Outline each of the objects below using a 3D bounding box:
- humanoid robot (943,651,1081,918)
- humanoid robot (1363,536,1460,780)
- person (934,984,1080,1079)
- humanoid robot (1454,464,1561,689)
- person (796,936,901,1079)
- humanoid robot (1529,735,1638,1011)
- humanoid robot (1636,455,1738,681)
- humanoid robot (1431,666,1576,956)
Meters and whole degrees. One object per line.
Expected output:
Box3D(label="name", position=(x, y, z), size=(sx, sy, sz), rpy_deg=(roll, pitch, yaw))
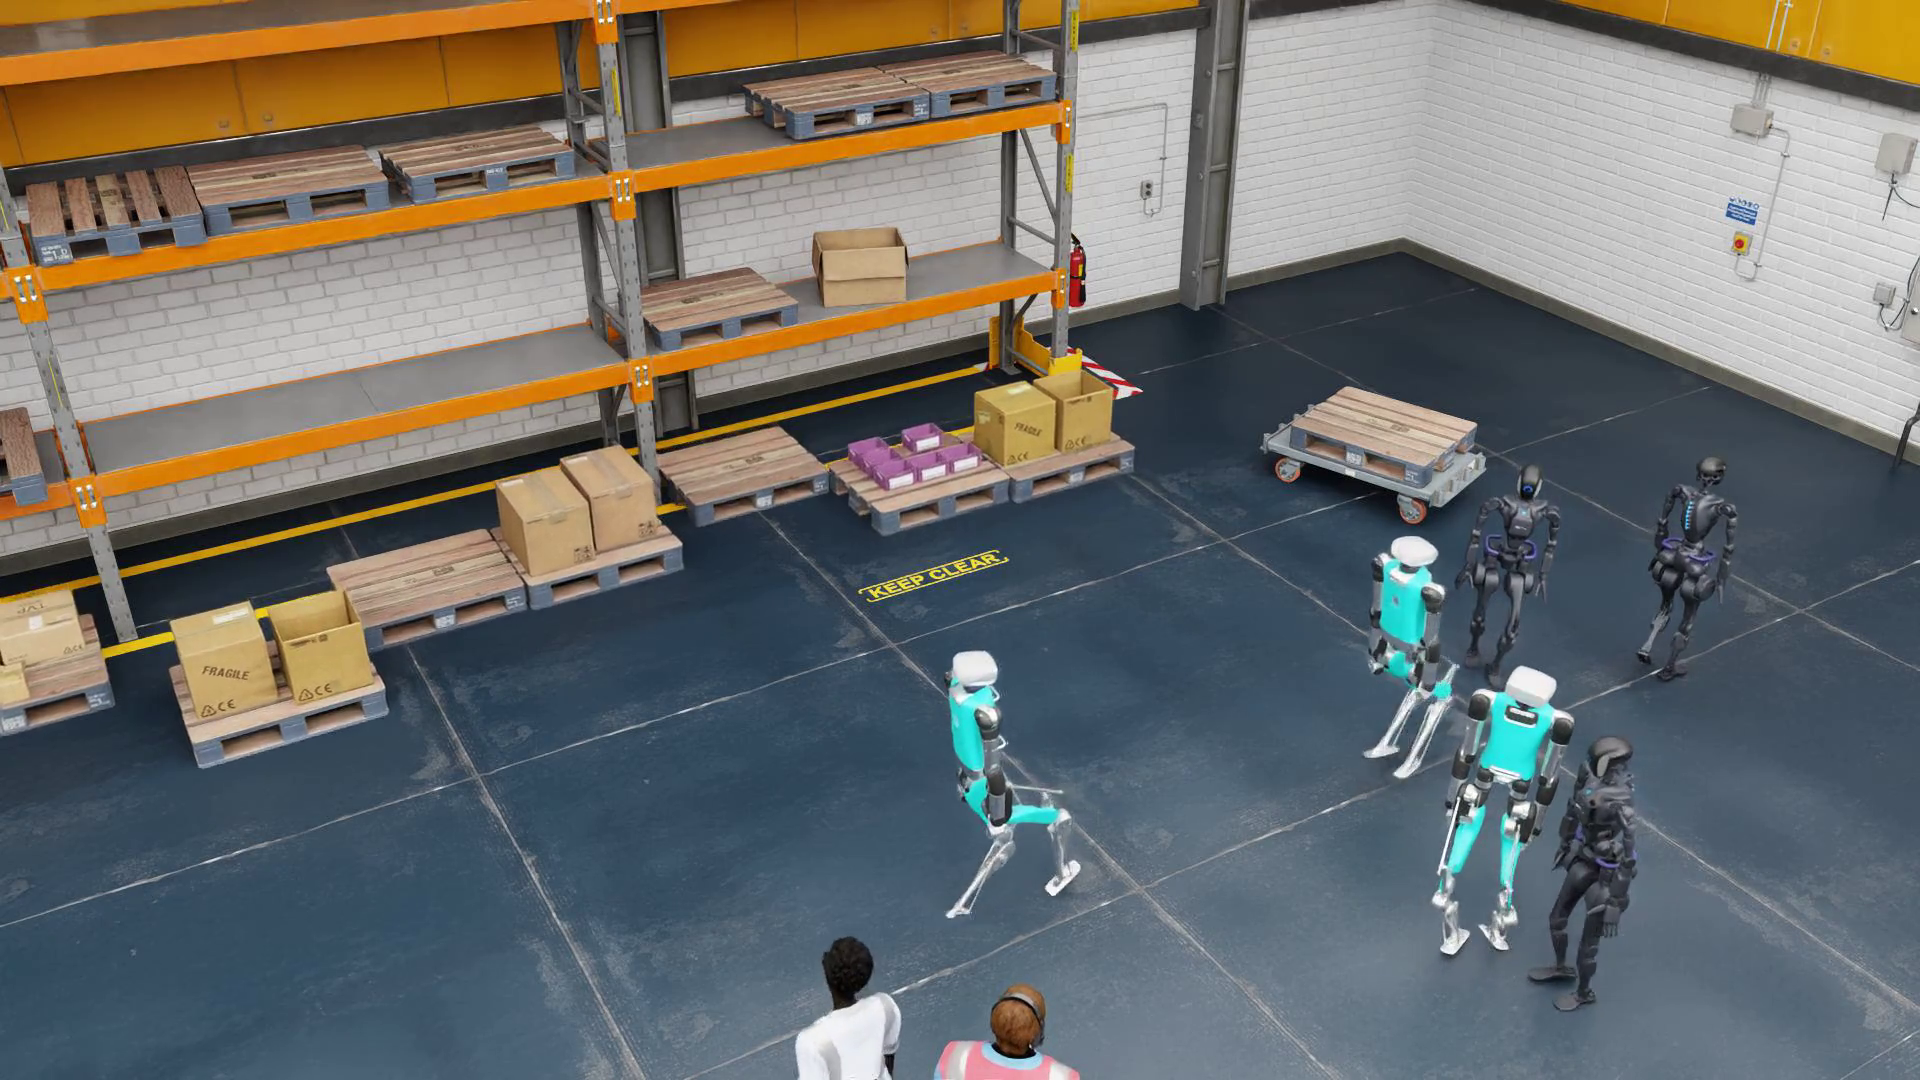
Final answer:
Box3D(label="humanoid robot", position=(0.353, 1.334, 9.175), size=(1.010, 1.782, 0.531), rpy_deg=(-12, 32, -21))
Box3D(label="humanoid robot", position=(2.834, 0.674, 10.157), size=(0.738, 1.673, 0.531), rpy_deg=(-18, 34, -29))
Box3D(label="person", position=(0.208, 2.563, 6.854), size=(0.630, 1.837, 0.431), rpy_deg=(8, 30, 13))
Box3D(label="humanoid robot", position=(3.663, 0.204, 11.188), size=(0.616, 1.634, 0.492), rpy_deg=(7, 30, 11))
Box3D(label="person", position=(-0.437, 2.484, 7.155), size=(0.573, 1.659, 0.543), rpy_deg=(-23, 37, -35))
Box3D(label="humanoid robot", position=(3.251, 1.702, 8.531), size=(0.305, 1.654, 0.610), rpy_deg=(-5, 30, -9))
Box3D(label="humanoid robot", position=(4.872, 0.194, 11.191), size=(0.397, 1.643, 0.597), rpy_deg=(-19, 35, -30))
Box3D(label="humanoid robot", position=(2.788, 1.548, 8.739), size=(0.565, 1.785, 0.683), rpy_deg=(13, 32, 22))
